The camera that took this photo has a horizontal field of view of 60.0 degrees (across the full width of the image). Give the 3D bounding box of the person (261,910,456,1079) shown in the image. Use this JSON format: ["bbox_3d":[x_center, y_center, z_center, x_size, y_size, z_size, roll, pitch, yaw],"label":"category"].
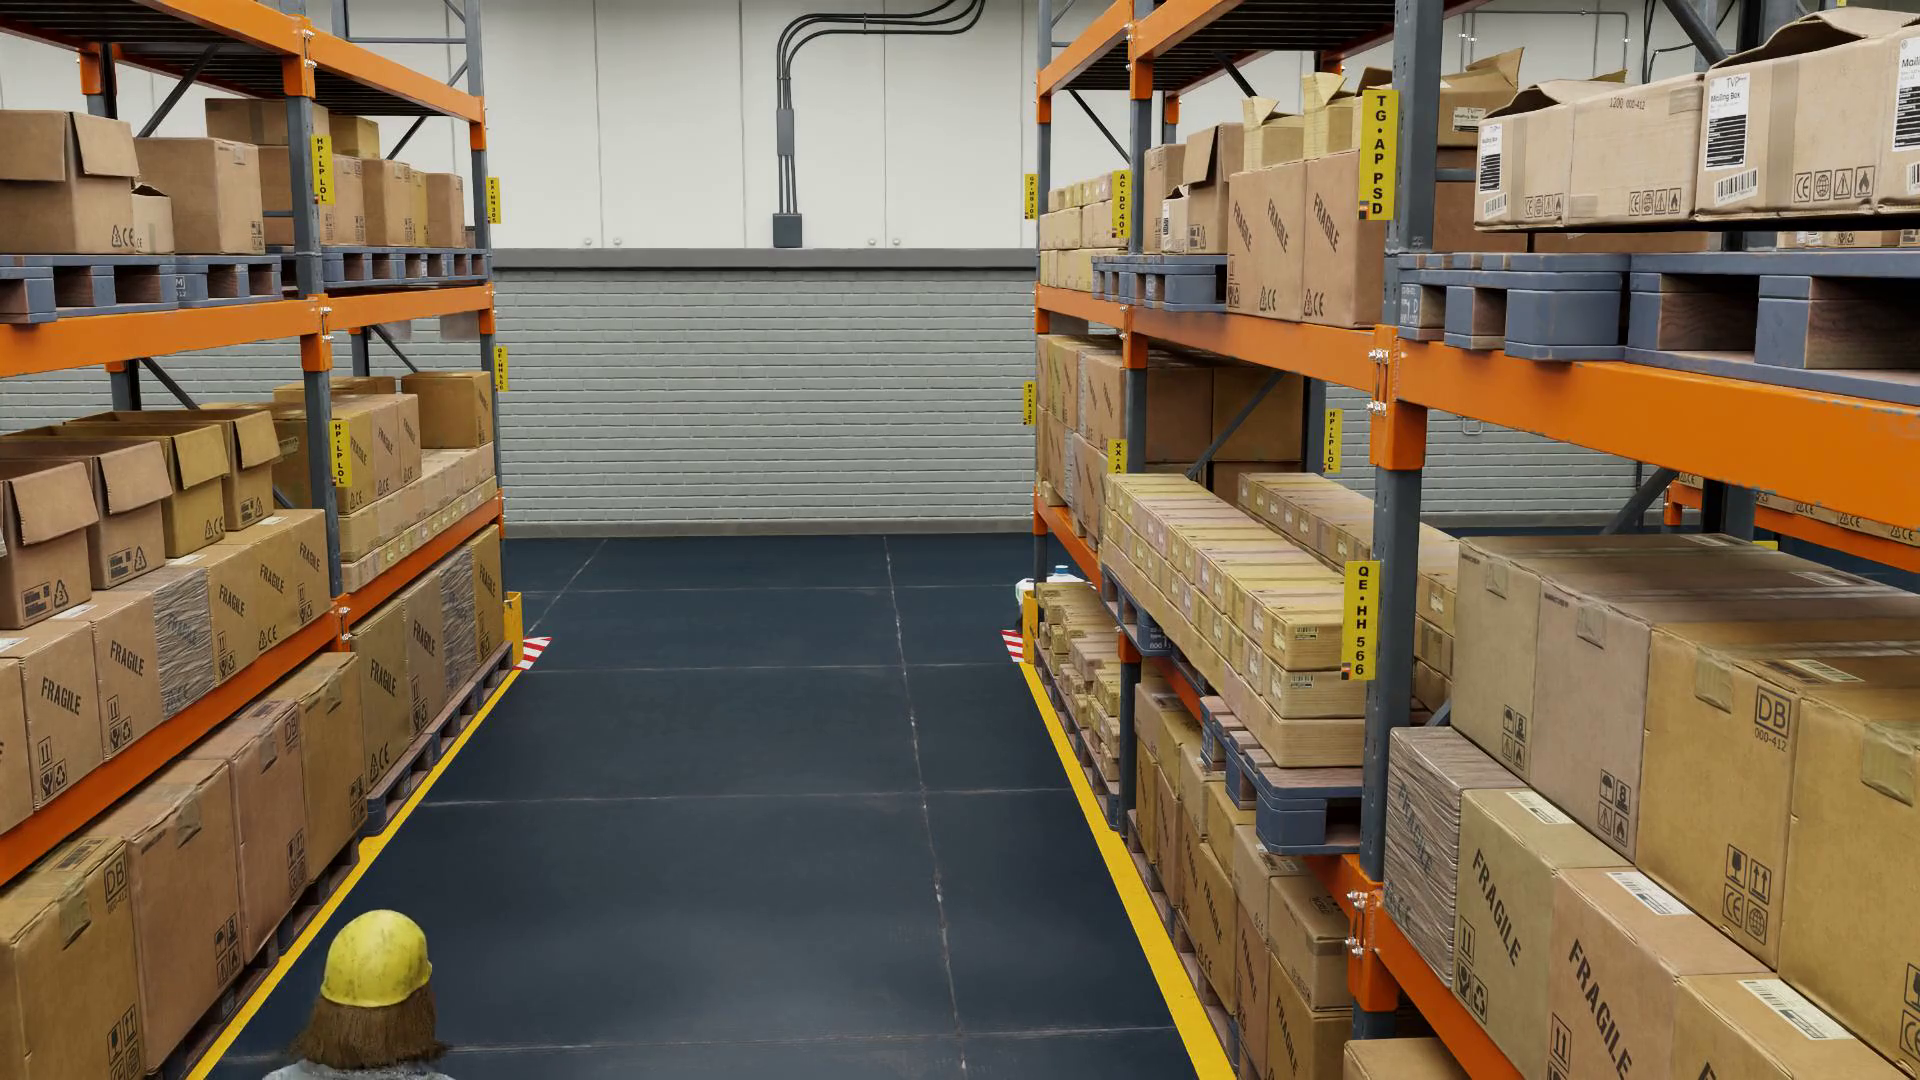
[{"bbox_3d":[-1.194,1.608,3.396,0.497,1.726,0.440,0,10,1],"label":"person"}]

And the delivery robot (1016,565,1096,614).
[{"bbox_3d":[0.816,0.448,13.399,0.707,0.478,0.477,3,10,17],"label":"delivery robot"}]
